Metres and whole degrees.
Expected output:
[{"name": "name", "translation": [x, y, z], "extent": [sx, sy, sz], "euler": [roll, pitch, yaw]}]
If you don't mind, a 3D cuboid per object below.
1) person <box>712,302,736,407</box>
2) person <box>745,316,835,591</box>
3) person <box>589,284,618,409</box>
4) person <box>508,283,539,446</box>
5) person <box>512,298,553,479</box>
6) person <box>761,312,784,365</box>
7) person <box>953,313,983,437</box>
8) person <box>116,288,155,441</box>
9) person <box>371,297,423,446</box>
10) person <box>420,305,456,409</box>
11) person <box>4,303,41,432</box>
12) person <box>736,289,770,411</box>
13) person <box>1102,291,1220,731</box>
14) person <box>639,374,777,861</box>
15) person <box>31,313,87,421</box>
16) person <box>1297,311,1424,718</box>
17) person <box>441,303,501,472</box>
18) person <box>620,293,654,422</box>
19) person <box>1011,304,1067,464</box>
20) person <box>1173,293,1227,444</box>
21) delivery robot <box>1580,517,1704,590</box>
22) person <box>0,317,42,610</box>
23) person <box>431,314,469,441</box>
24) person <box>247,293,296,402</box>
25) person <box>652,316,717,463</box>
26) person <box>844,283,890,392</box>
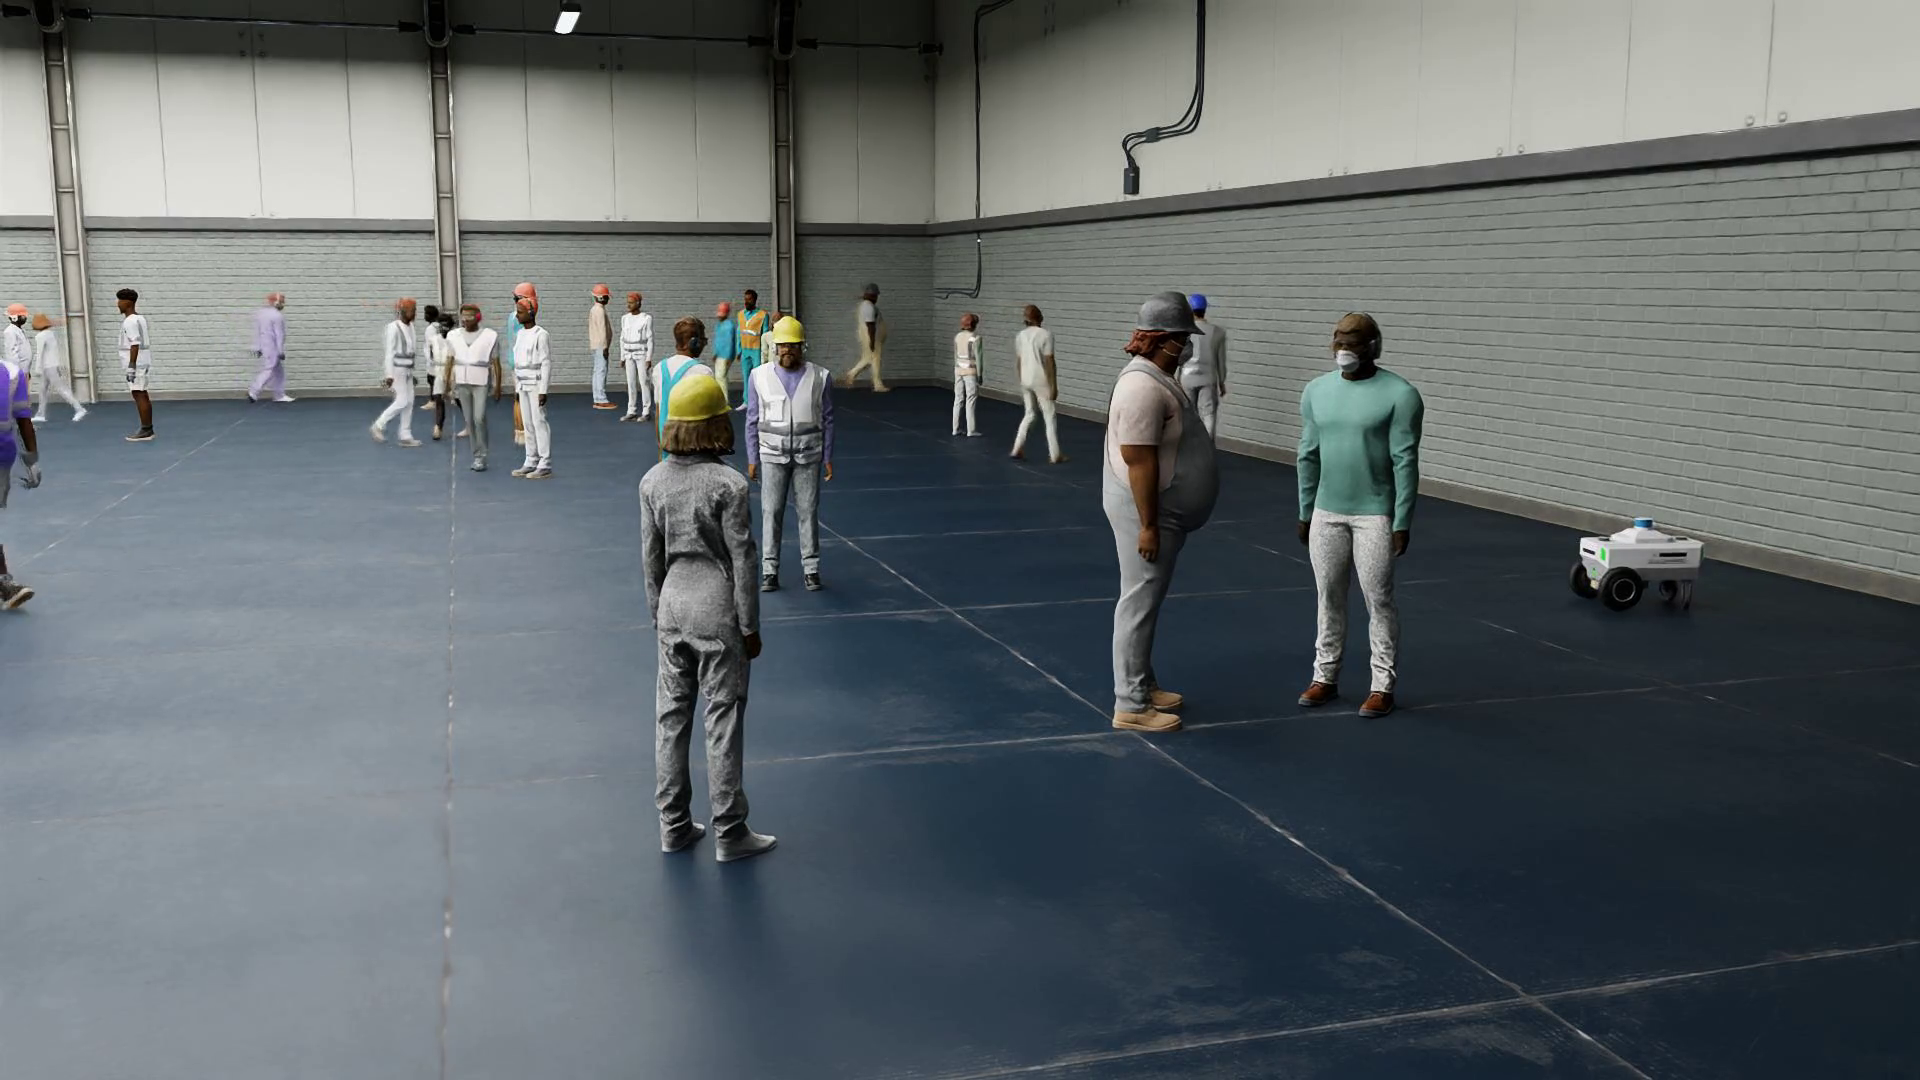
[{"name": "person", "translation": [-3.838, -2.987, 26.937], "extent": [0.367, 1.709, 0.591], "euler": [-6, 11, -33]}, {"name": "person", "translation": [-1.130, -0.568, 11.089], "extent": [0.600, 1.832, 0.404], "euler": [-1, 9, -8]}, {"name": "person", "translation": [-5.764, -3.107, 26.772], "extent": [0.381, 1.994, 0.621], "euler": [-4, 10, -24]}, {"name": "person", "translation": [-5.430, -2.186, 20.779], "extent": [0.384, 2.035, 0.605], "euler": [-4, 10, -22]}, {"name": "person", "translation": [-4.481, -1.580, 17.384], "extent": [0.346, 1.882, 0.584], "euler": [-8, 12, -42]}, {"name": "person", "translation": [-2.519, -2.359, 23.185], "extent": [0.498, 1.627, 0.280], "euler": [0, 9, -2]}, {"name": "person", "translation": [0.106, -2.180, 22.035], "extent": [0.316, 1.630, 0.509], "euler": [-8, 12, -43]}, {"name": "person", "translation": [-10.660, -2.264, 21.489], "extent": [0.362, 1.963, 0.613], "euler": [-2, 9, -15]}, {"name": "person", "translation": [-6.974, -2.078, 20.649], "extent": [0.569, 1.864, 0.586], "euler": [1, 9, 9]}, {"name": "person", "translation": [-8.315, -2.903, 26.482], "extent": [0.583, 1.681, 0.540], "euler": [-1, 9, -7]}, {"name": "person", "translation": [-12.806, -2.347, 22.681], "extent": [0.320, 1.755, 0.563], "euler": [-3, 9, -18]}, {"name": "person", "translation": [-3.273, -2.993, 26.293], "extent": [0.589, 1.920, 0.392], "euler": [5, 10, 27]}, {"name": "person", "translation": [0.937, -0.148, 7.753], "extent": [0.536, 2.000, 0.682], "euler": [2, 9, 10]}, {"name": "person", "translation": [-0.915, 0.278, 5.972], "extent": [0.486, 1.746, 0.289], "euler": [5, 10, 28]}, {"name": "person", "translation": [-13.222, -2.514, 24.269], "extent": [0.821, 1.597, 0.509], "euler": [-2, 9, -11]}, {"name": "person", "translation": [1.891, -0.121, 7.955], "extent": [0.625, 1.931, 0.377], "euler": [8, 12, 40]}, {"name": "person", "translation": [-5.293, -1.643, 17.978], "extent": [0.571, 1.817, 0.710], "euler": [1, 9, 5]}, {"name": "person", "translation": [-4.728, -2.662, 24.292], "extent": [0.576, 1.883, 0.354], "euler": [5, 10, 27]}, {"name": "person", "translation": [0.851, -1.749, 18.755], "extent": [0.584, 1.805, 0.538], "euler": [7, 11, 39]}, {"name": "person", "translation": [2.677, -1.788, 18.581], "extent": [0.622, 1.925, 0.691], "euler": [1, 9, 6]}, {"name": "delivery robot", "translation": [4.347, 0.098, 10.609], "extent": [0.707, 0.478, 0.477], "euler": [-1, 9, -6]}, {"name": "person", "translation": [-6.210, -0.524, 10.598], "extent": [1.048, 1.895, 0.626], "euler": [6, 11, 33]}, {"name": "person", "translation": [-6.625, -2.119, 21.597], "extent": [0.570, 1.640, 0.864], "euler": [3, 9, 18]}, {"name": "person", "translation": [-11.659, -3.225, 27.973], "extent": [0.780, 1.862, 0.654], "euler": [-6, 11, -34]}, {"name": "person", "translation": [-1.833, -0.583, 11.195], "extent": [0.518, 1.835, 0.353], "euler": [5, 10, 30]}, {"name": "person", "translation": [-1.704, -3.731, 30.610], "extent": [0.755, 2.000, 0.686], "euler": [-3, 9, -17]}]
